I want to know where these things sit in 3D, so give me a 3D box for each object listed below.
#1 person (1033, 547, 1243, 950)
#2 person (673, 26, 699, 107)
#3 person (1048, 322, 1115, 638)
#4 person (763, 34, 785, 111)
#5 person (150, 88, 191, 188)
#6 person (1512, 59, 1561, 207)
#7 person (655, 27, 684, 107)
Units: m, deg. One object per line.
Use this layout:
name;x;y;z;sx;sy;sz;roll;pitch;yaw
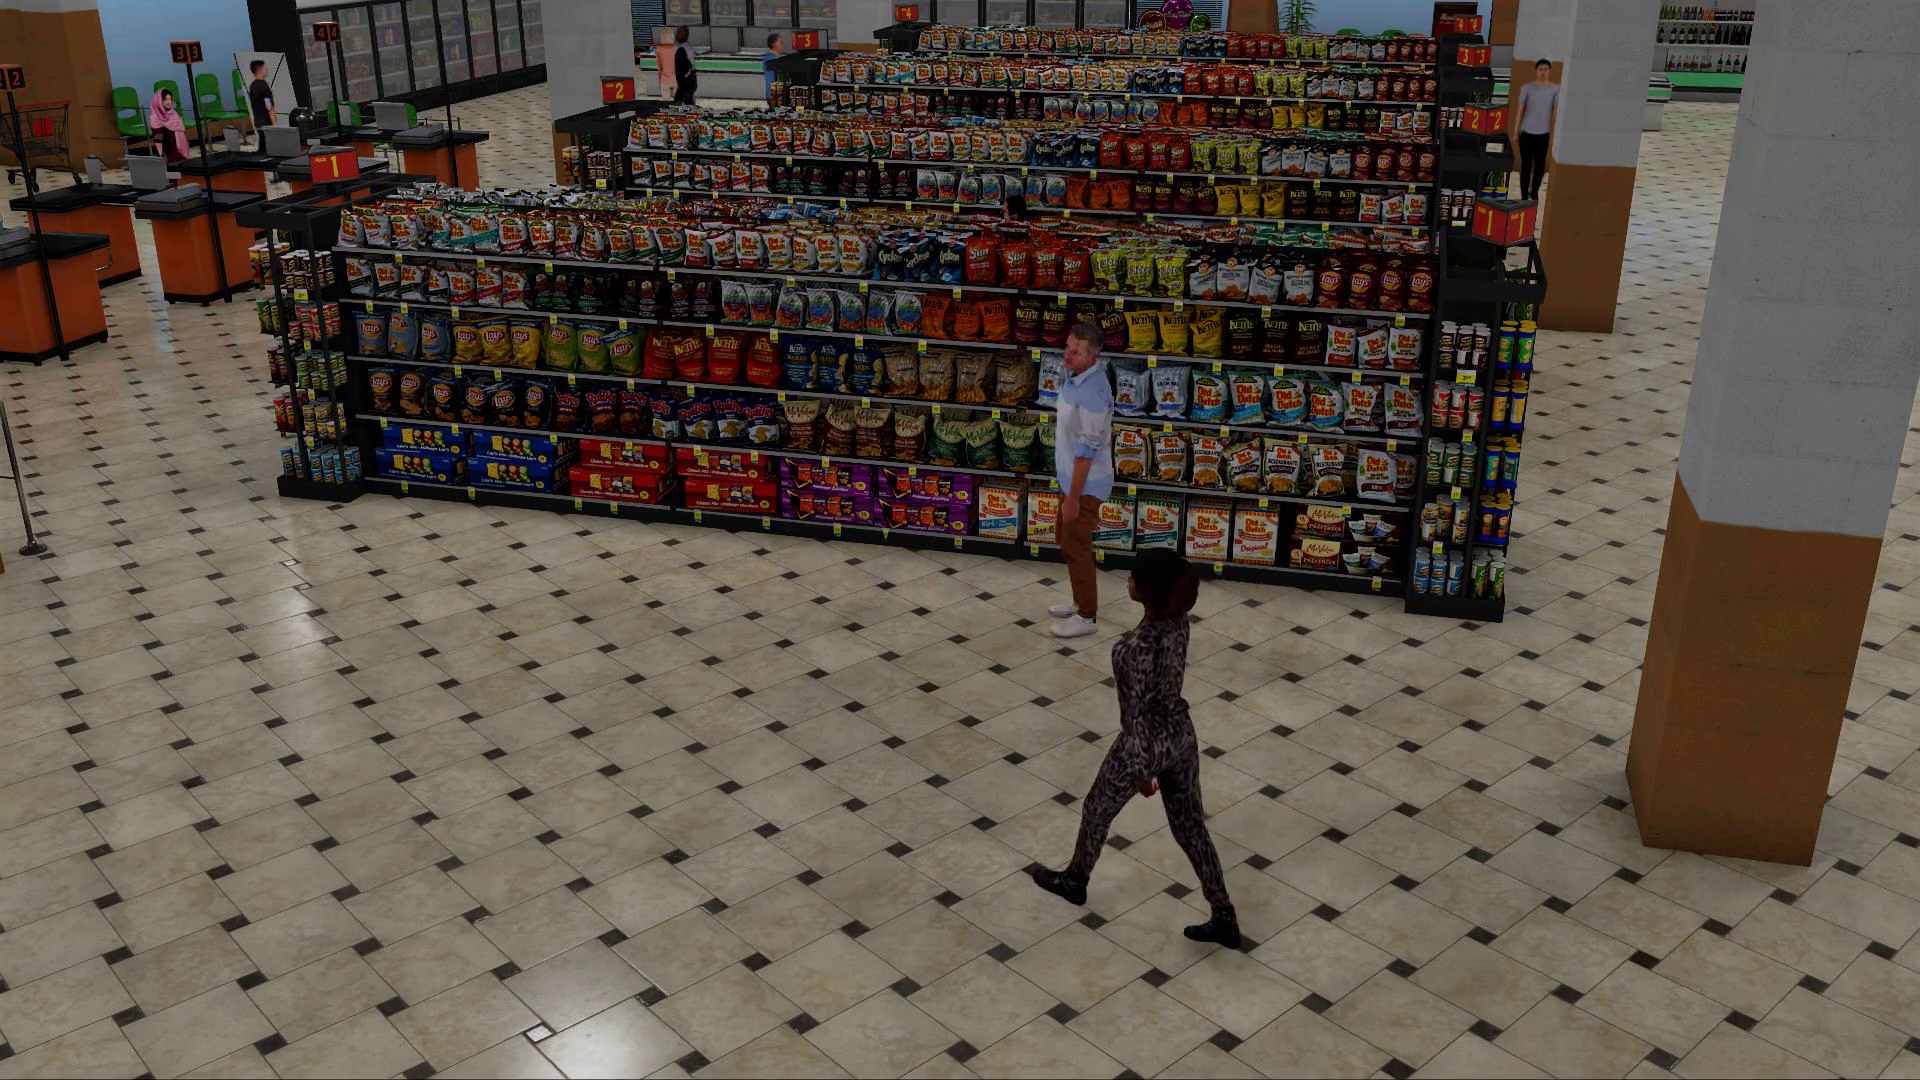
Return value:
person;0.837;0.857;6.503;1.222;1.664;0.896;16;27;35
person;-4.252;-7.225;26.412;0.864;1.818;0.807;-11;25;-26
person;0.677;-0.344;9.288;0.708;1.816;0.785;2;22;6
person;-2.847;-6.693;25.112;1.145;1.800;1.056;-11;24;-25
person;-9.690;-4.724;20.440;0.593;1.630;0.657;7;23;16
person;7.372;-5.208;21.346;0.556;1.851;0.737;6;23;15
person;-4.731;-7.500;27.221;0.587;1.724;0.729;-3;22;-7
